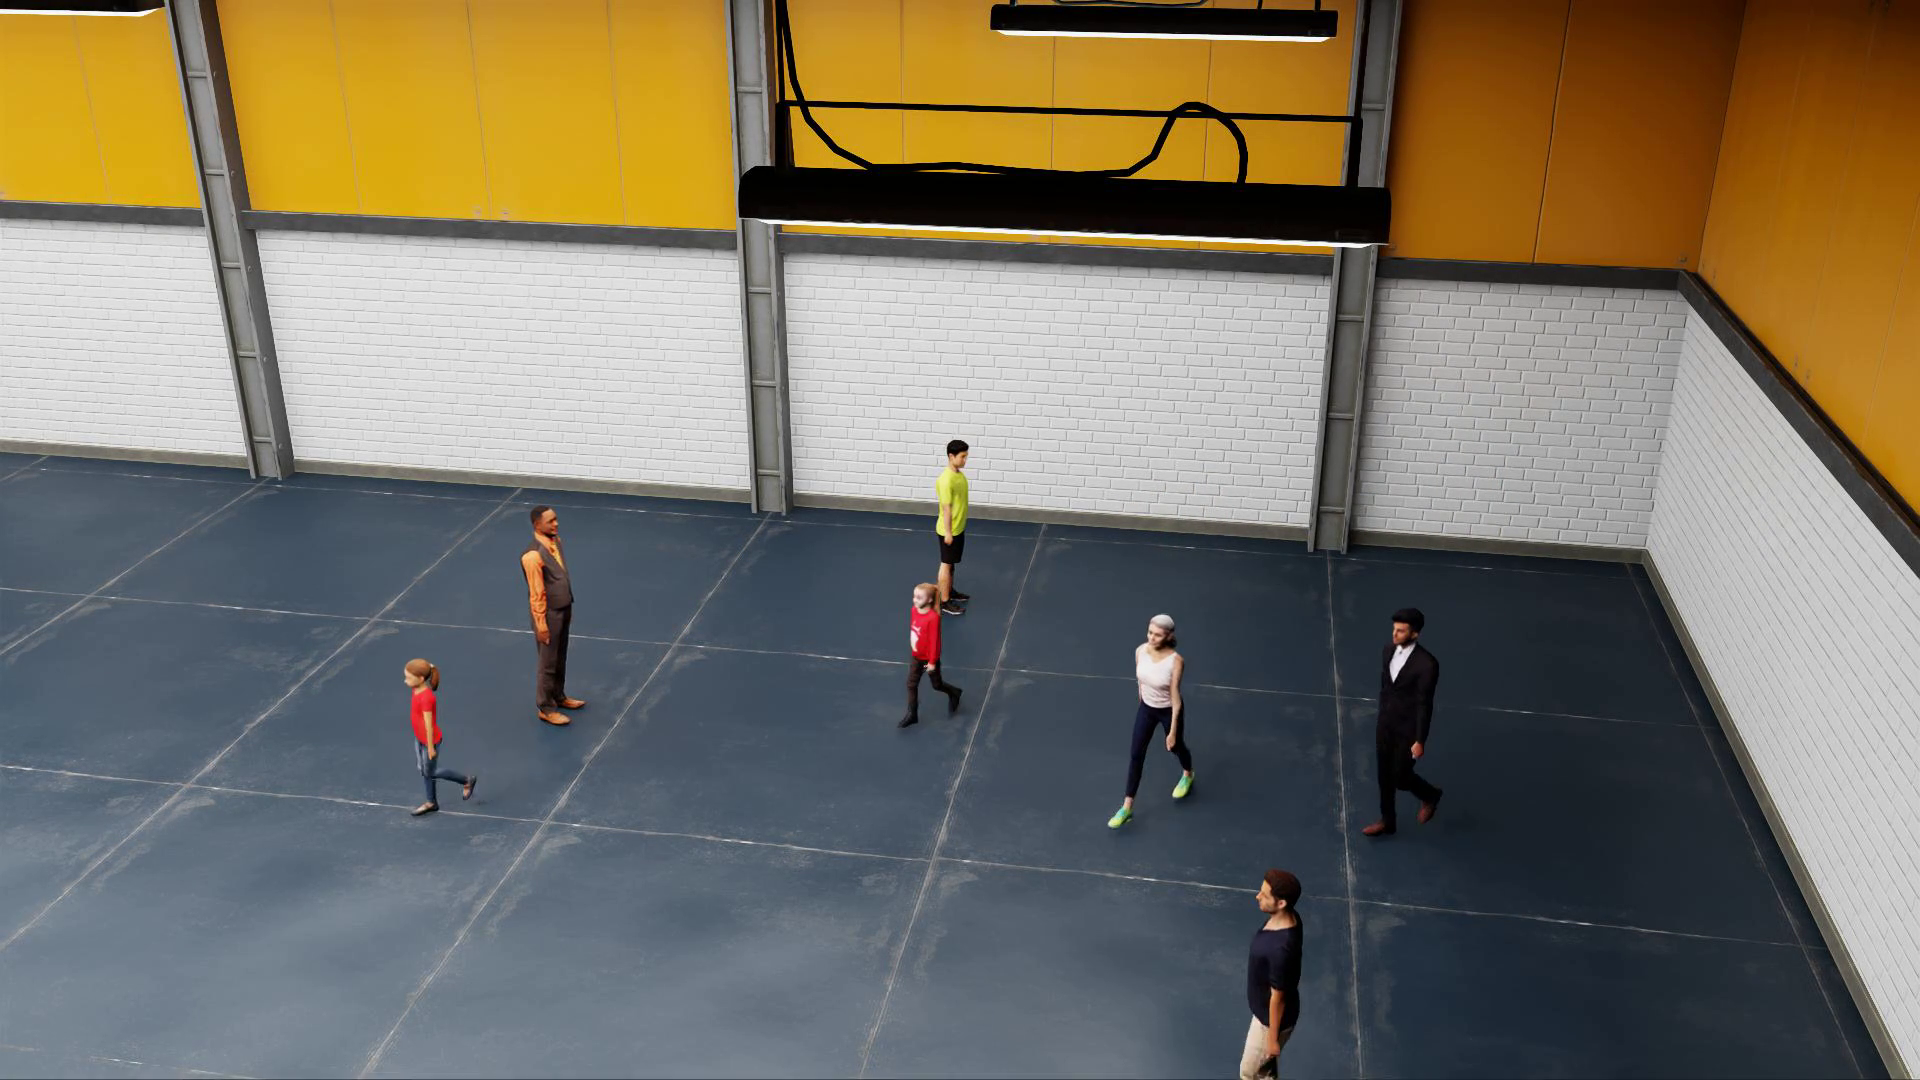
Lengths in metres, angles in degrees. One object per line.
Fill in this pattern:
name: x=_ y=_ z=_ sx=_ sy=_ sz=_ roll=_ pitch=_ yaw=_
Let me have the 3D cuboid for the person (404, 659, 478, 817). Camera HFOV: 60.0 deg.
person: x=-3.952 y=1.481 z=12.560 sx=0.805 sy=1.296 sz=0.730 roll=-13 pitch=27 yaw=-28

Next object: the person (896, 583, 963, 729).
person: x=-0.238 y=0.947 z=13.824 sx=0.870 sy=1.262 sz=0.836 roll=21 pitch=31 yaw=39

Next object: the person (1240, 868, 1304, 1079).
person: x=1.831 y=2.635 z=9.239 sx=0.802 sy=1.843 sz=0.669 roll=6 pitch=24 yaw=12

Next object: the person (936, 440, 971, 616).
person: x=-0.084 y=-0.150 z=15.781 sx=0.522 sy=1.705 sz=0.613 roll=5 pitch=24 yaw=11

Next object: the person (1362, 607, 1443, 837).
person: x=3.317 y=1.336 z=12.180 sx=1.041 sy=1.867 sz=0.962 roll=-12 pitch=26 yaw=-25

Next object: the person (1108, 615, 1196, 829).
person: x=1.569 y=1.308 z=12.518 sx=1.199 sy=1.647 sz=1.107 roll=20 pitch=30 yaw=38

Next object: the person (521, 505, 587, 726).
person: x=-3.414 y=0.598 z=13.817 sx=0.587 sy=1.908 sz=0.680 roll=5 pitch=24 yaw=11
